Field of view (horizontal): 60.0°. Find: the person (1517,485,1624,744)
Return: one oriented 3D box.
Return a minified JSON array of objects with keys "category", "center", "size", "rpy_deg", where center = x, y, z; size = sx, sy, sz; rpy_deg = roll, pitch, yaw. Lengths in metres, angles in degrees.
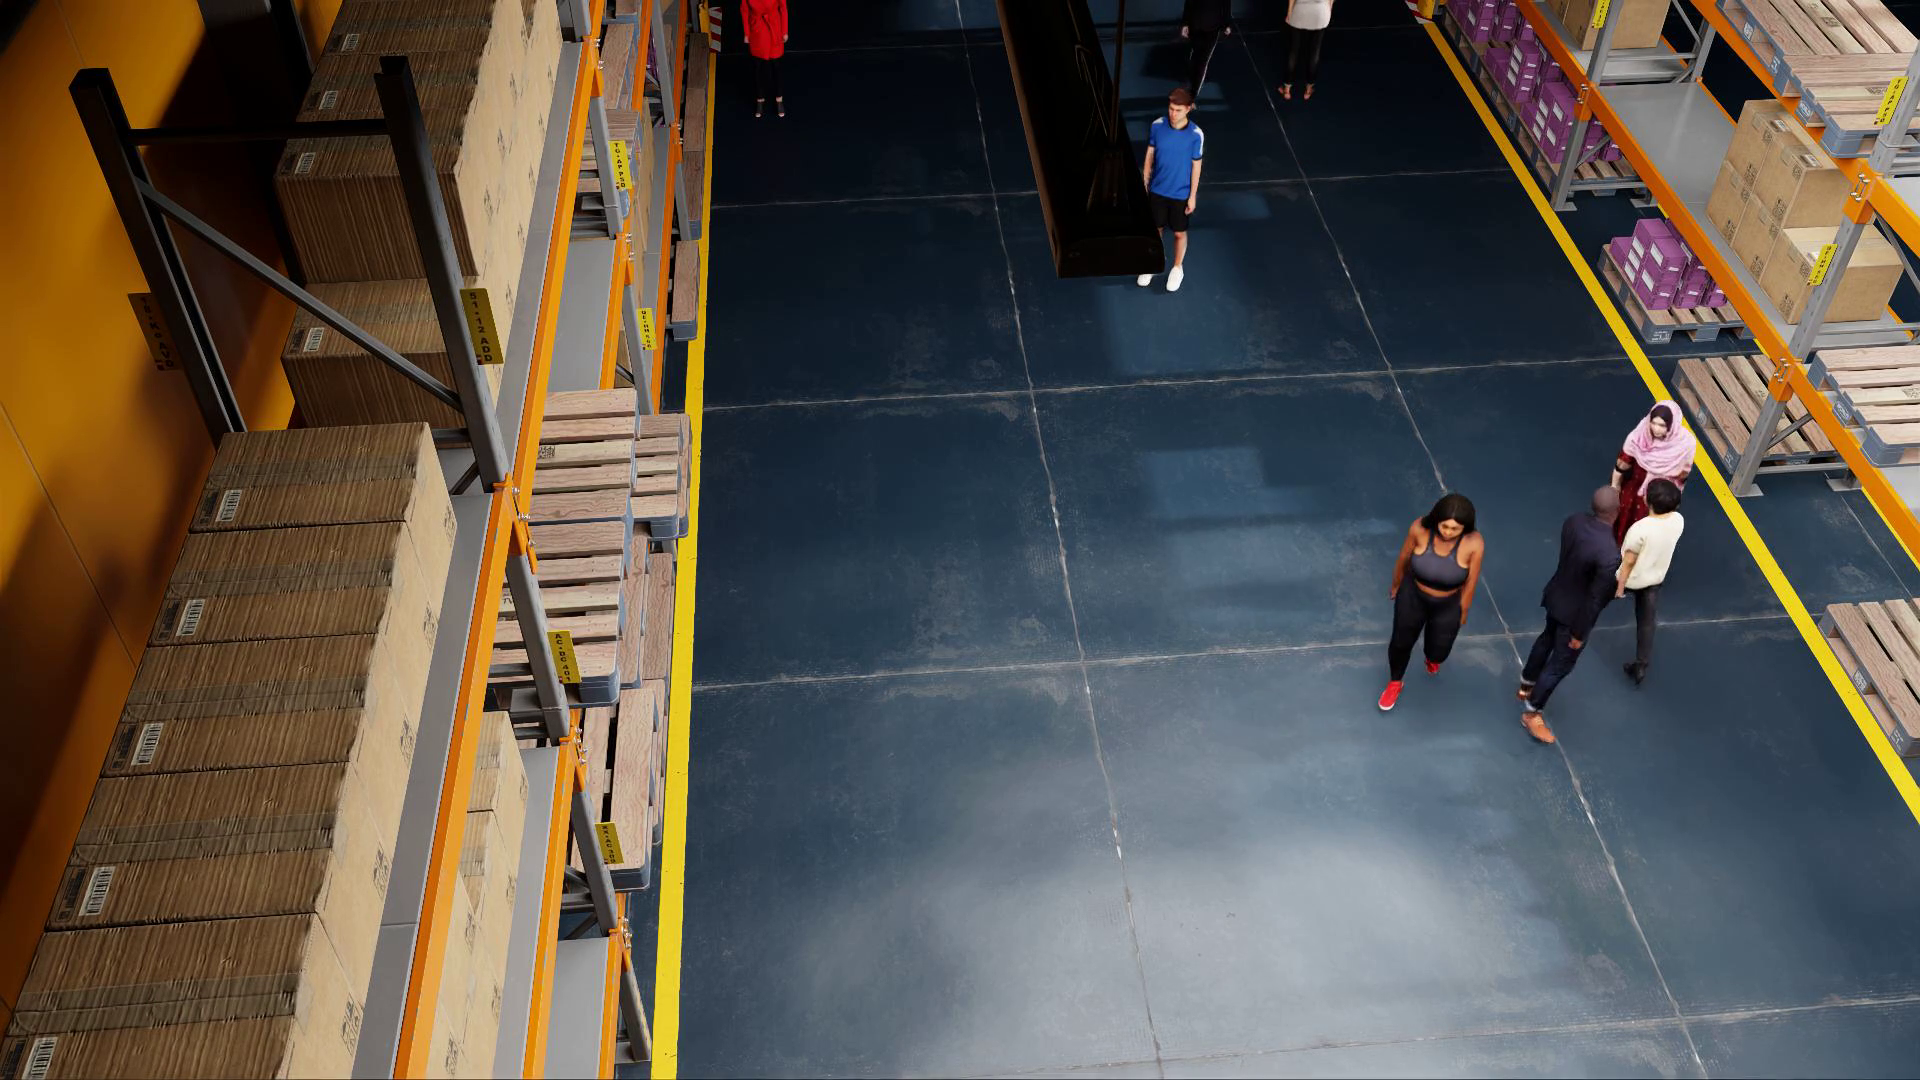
[{"category":"person","center":[3.836,0.468,10.521],"size":[0.935,1.793,0.523],"rpy_deg":[5,44,5]}]

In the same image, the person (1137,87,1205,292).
[{"category":"person","center":[1.823,-2.997,14.104],"size":[0.752,1.867,0.749],"rpy_deg":[15,46,15]}]

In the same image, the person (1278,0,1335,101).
[{"category":"person","center":[3.471,-5.211,16.457],"size":[0.638,1.827,0.565],"rpy_deg":[2,44,2]}]

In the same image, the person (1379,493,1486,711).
[{"category":"person","center":[3.047,0.327,10.663],"size":[0.901,1.801,0.997],"rpy_deg":[20,47,20]}]

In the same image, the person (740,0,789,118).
[{"category":"person","center":[-1.905,-4.967,16.256],"size":[0.629,1.751,0.626],"rpy_deg":[0,44,0]}]

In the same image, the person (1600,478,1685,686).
[{"category":"person","center":[4.484,0.300,10.887],"size":[0.712,1.530,1.064],"rpy_deg":[-10,45,-11]}]

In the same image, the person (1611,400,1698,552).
[{"category":"person","center":[4.782,-0.382,11.548],"size":[0.809,1.606,0.837],"rpy_deg":[14,45,15]}]

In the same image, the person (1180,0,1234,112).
[{"category":"person","center":[2.368,-4.964,16.304],"size":[0.867,1.681,0.974],"rpy_deg":[20,47,20]}]
